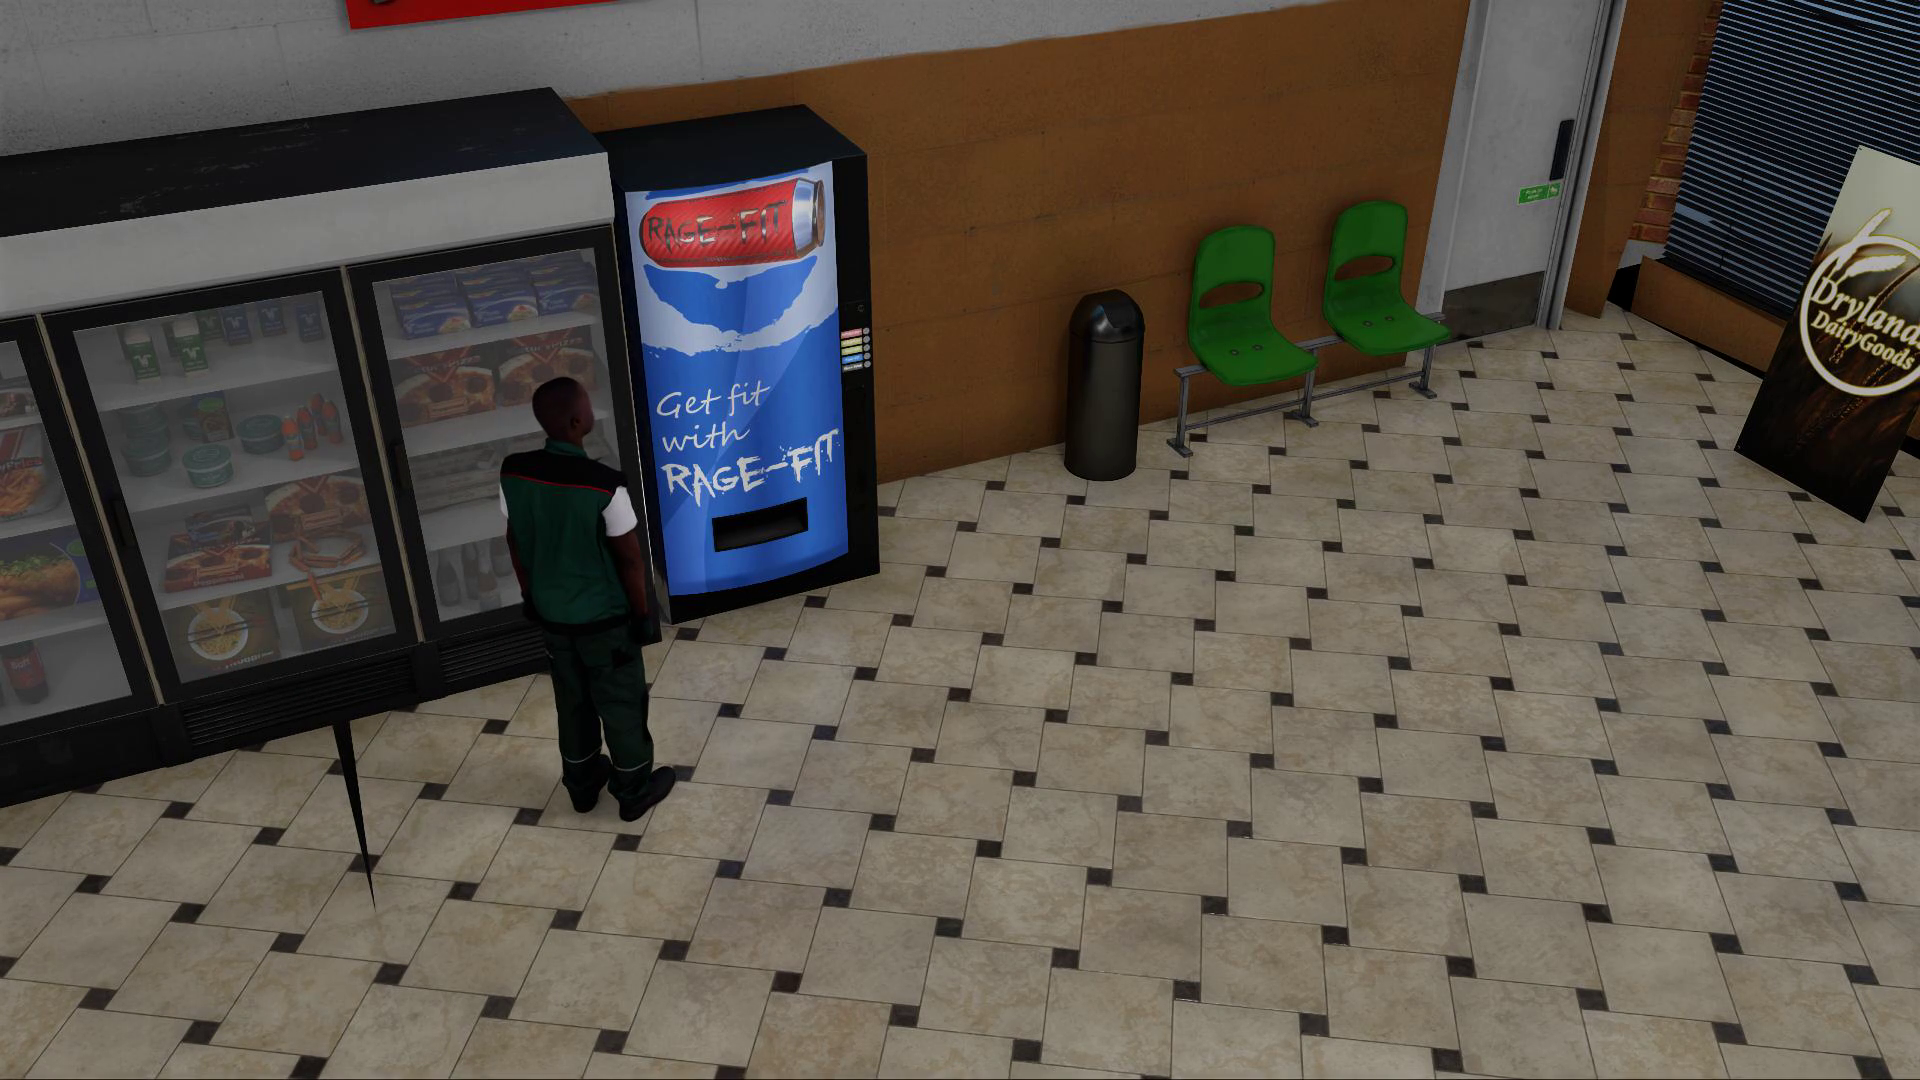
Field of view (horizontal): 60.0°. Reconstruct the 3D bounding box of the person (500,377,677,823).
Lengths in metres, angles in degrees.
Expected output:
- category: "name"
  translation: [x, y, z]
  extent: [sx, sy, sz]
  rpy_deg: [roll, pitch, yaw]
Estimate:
- category: "person"
  translation: [-1.390, 0.248, 6.170]
  extent: [0.771, 1.837, 0.823]
  rpy_deg: [10, 33, 15]
